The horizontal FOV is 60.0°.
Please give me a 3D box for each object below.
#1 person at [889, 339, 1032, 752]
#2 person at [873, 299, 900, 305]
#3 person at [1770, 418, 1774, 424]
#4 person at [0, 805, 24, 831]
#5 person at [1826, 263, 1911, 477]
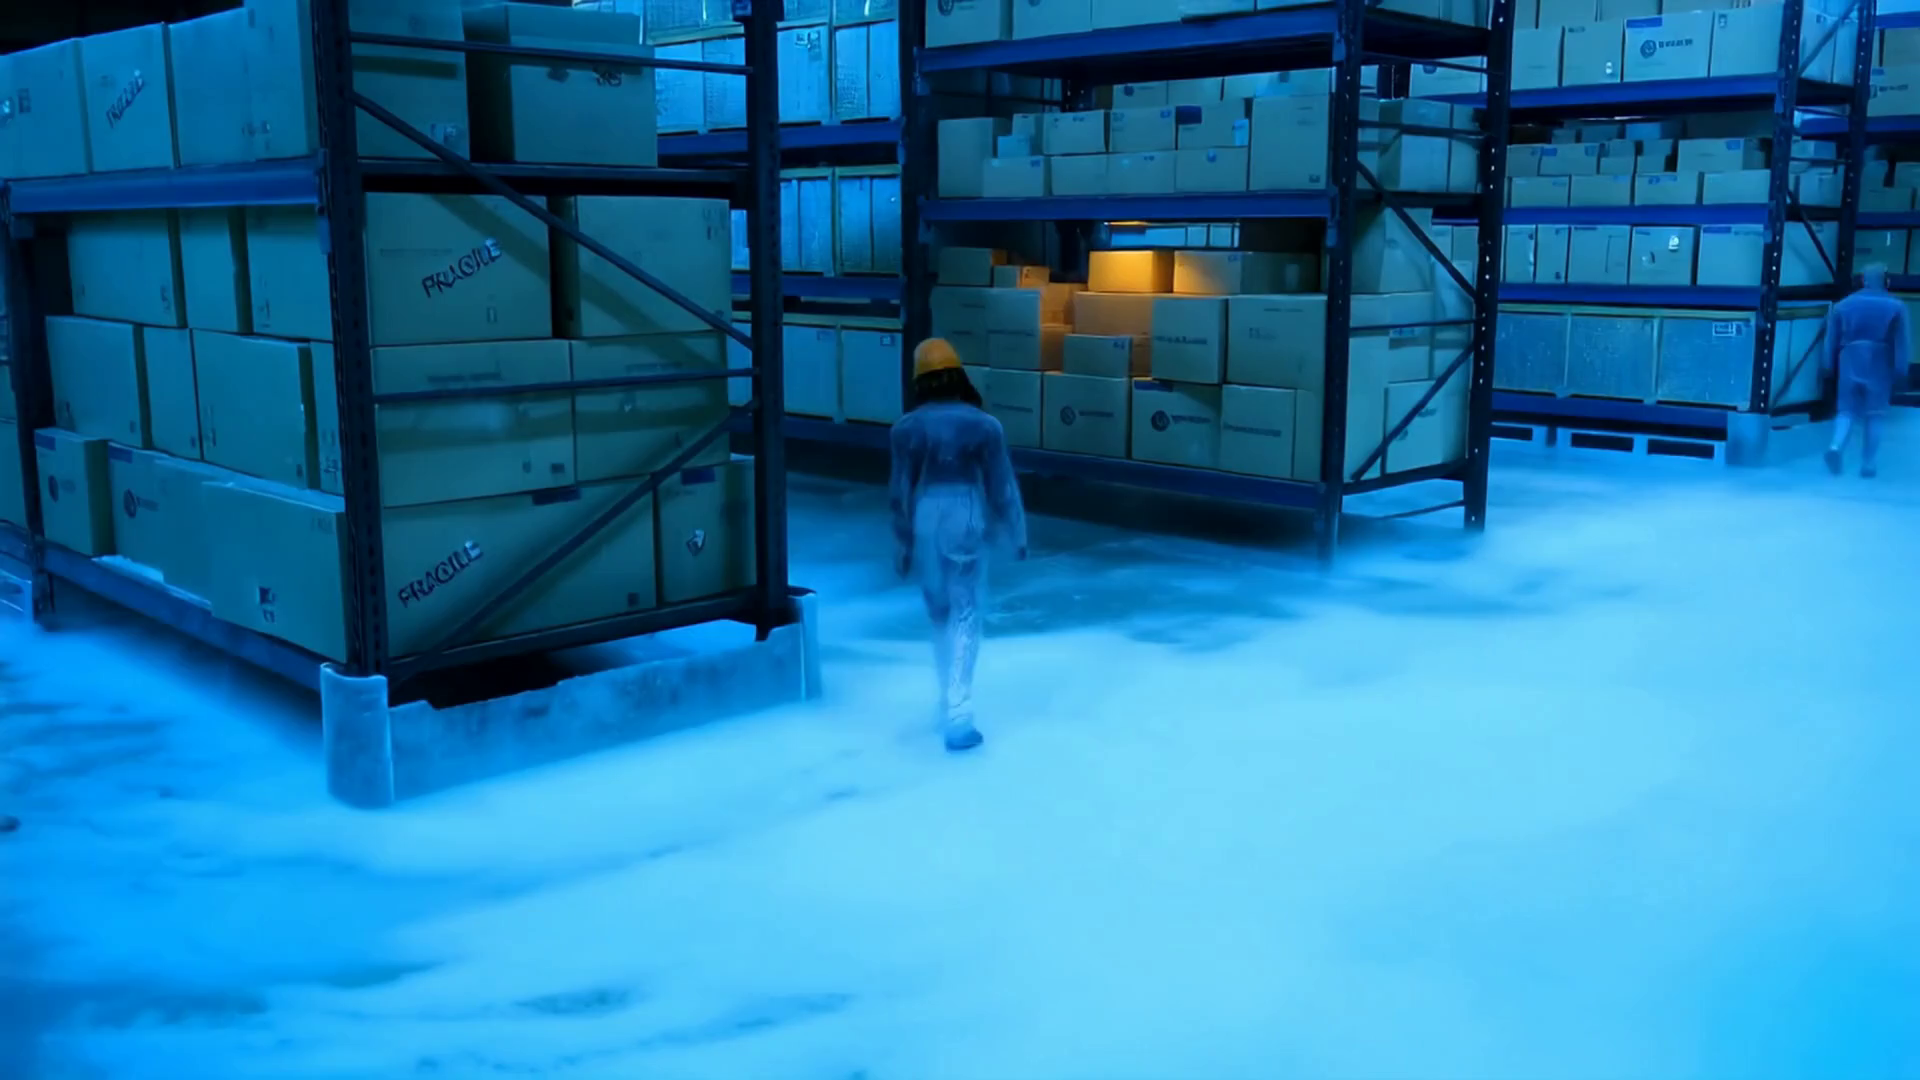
[{"bbox_3d":[0.004,-0.005,7.107,0.581,1.687,0.892,2,11,9],"label":"person"},{"bbox_3d":[-0.813,-2.271,18.995,1.028,1.865,0.550,4,11,23],"label":"person"},{"bbox_3d":[8.389,-2.075,18.148,0.658,1.789,0.968,-10,14,-44],"label":"person"},{"bbox_3d":[-3.744,0.157,5.655,0.938,1.901,0.647,3,11,15],"label":"person"},{"bbox_3d":[7.994,-1.490,14.679,0.665,1.892,0.478,10,14,42],"label":"person"}]
